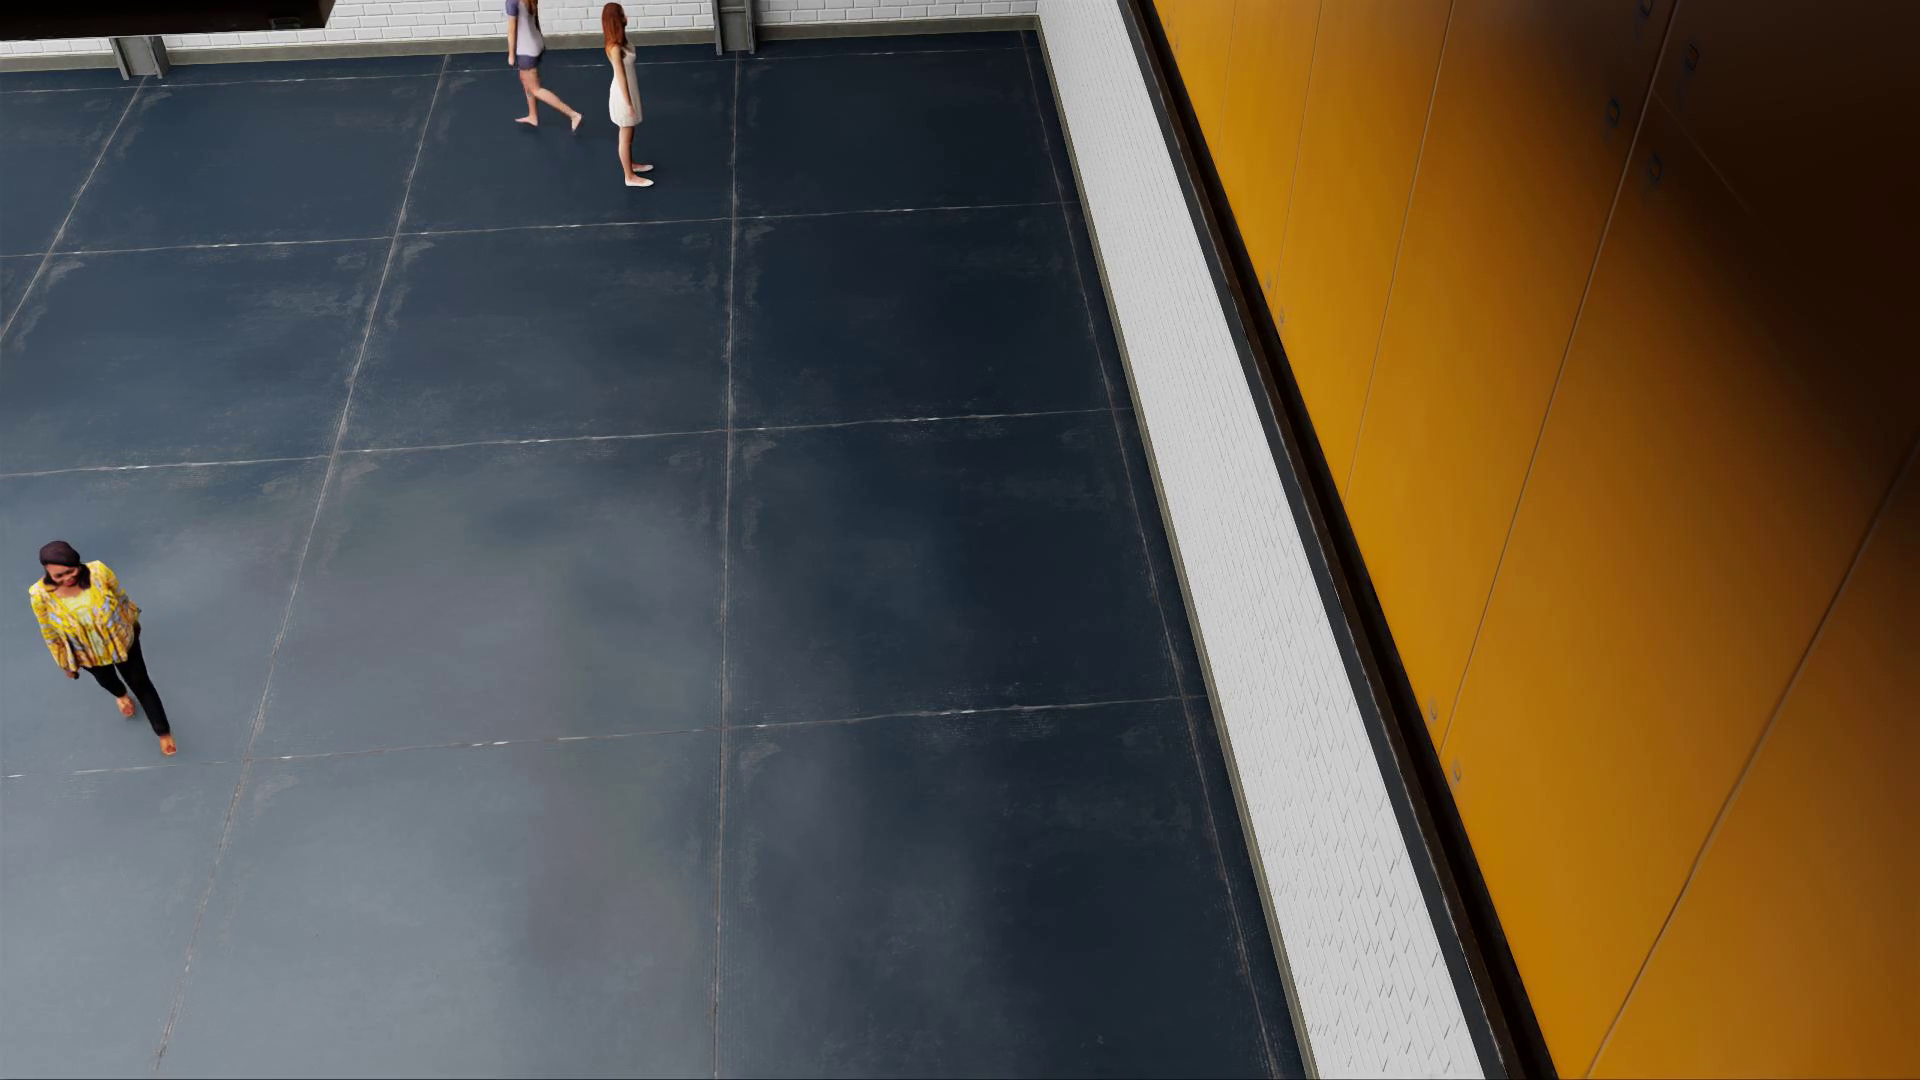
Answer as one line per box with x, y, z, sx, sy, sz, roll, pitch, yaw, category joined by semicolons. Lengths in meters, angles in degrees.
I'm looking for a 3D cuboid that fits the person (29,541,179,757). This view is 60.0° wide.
-5.292;0.587;10.201;1.120;1.609;1.081;-26;49;-24;person

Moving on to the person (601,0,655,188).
-3.025;-4.016;14.958;0.528;1.711;0.551;-3;44;-3;person

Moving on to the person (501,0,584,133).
-3.955;-4.569;15.546;1.054;1.702;0.776;9;44;9;person
